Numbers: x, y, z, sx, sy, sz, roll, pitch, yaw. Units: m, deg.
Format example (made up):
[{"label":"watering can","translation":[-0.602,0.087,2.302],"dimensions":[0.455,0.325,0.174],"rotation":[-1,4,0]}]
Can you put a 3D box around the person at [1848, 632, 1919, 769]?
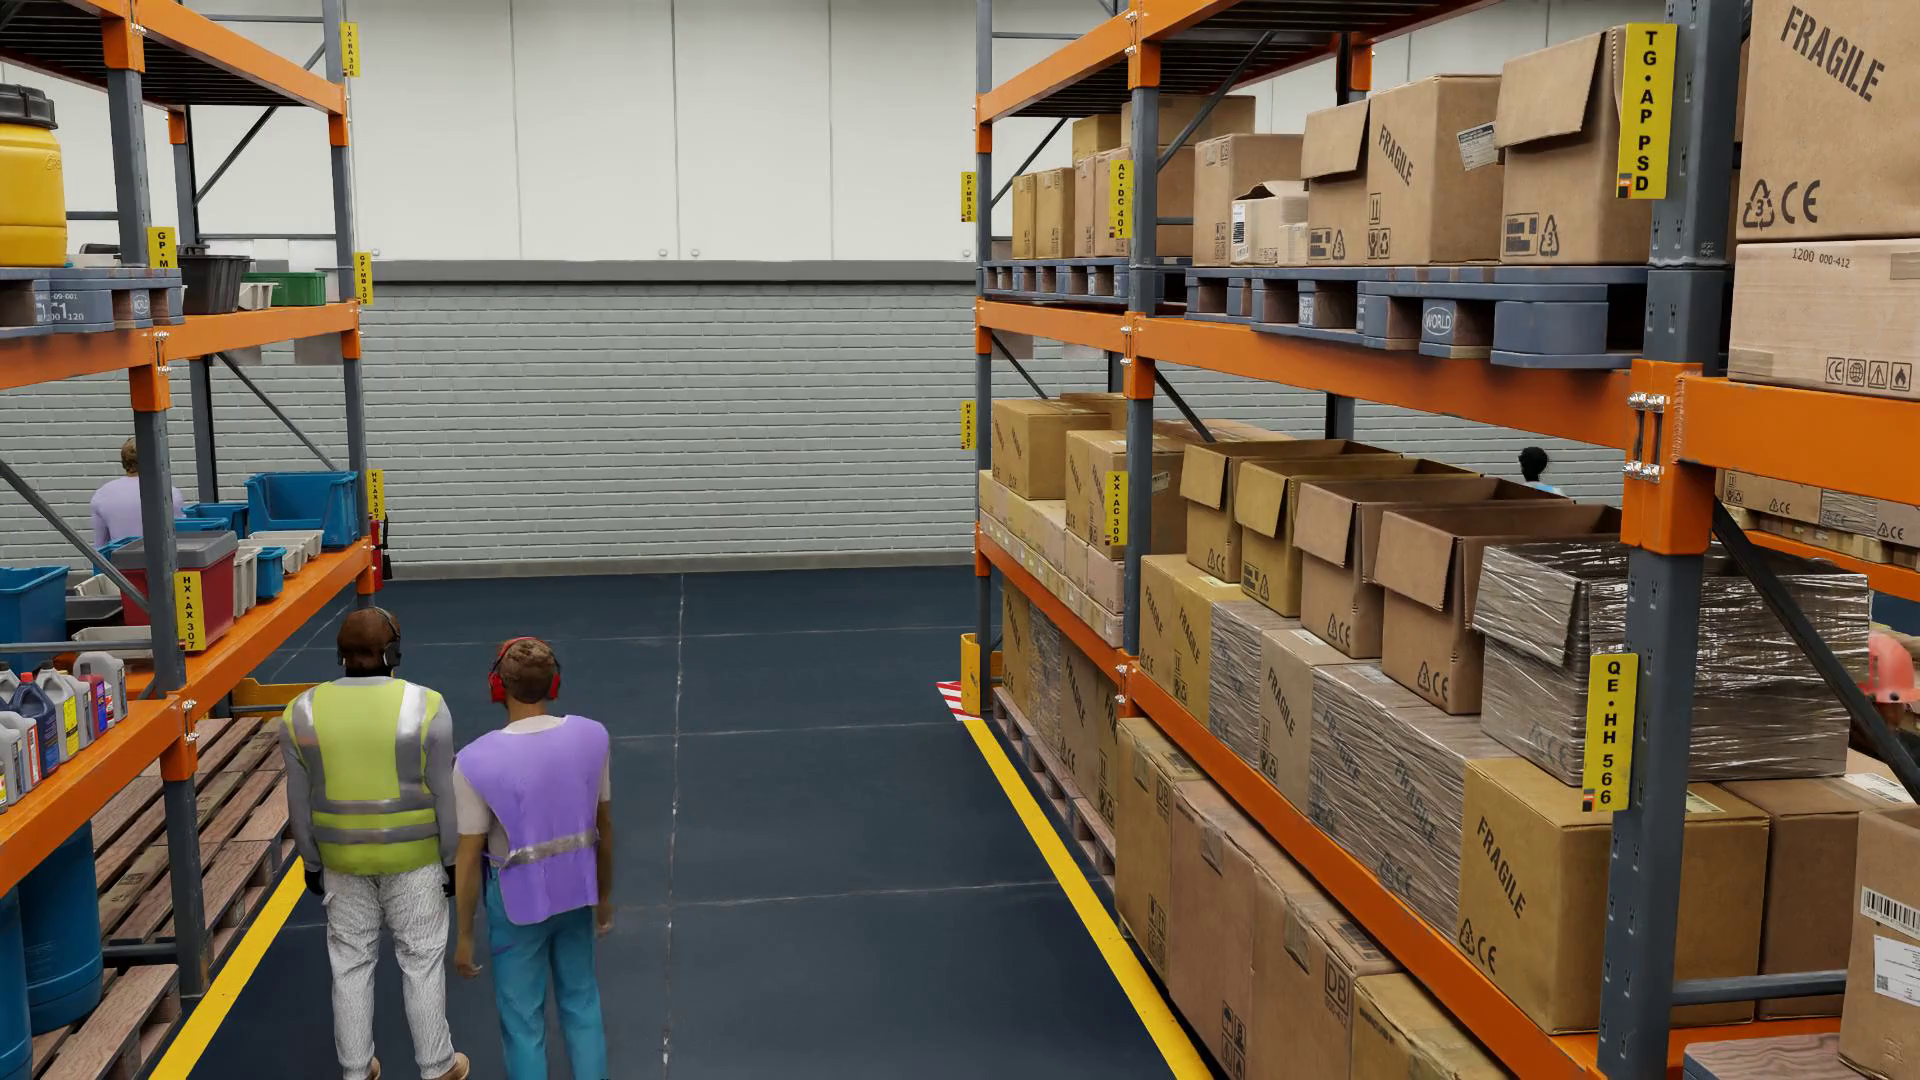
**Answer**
[{"label":"person","translation":[2.811,1.214,5.343],"dimensions":[0.605,1.949,1.032],"rotation":[-1,9,-6]}]

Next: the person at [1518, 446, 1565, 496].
[{"label":"person","translation":[4.405,0.117,12.868],"dimensions":[0.541,1.687,0.424],"rotation":[1,9,4]}]

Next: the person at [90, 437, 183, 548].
[{"label":"person","translation":[-5.440,0.276,11.106],"dimensions":[0.629,1.940,0.376],"rotation":[1,9,6]}]

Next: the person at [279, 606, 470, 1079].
[{"label":"person","translation":[-2.097,1.148,6.049],"dimensions":[0.622,1.838,0.429],"rotation":[0,9,-2]}]

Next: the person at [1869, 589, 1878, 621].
[{"label":"person","translation":[6.180,0.252,11.516],"dimensions":[0.510,1.860,0.334],"rotation":[-4,10,-25]}]

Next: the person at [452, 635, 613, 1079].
[{"label":"person","translation":[-1.396,1.234,5.542],"dimensions":[0.577,1.832,0.405],"rotation":[-9,13,-44]}]

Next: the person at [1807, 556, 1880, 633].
[{"label":"person","translation":[3.573,0.982,7.058],"dimensions":[0.626,1.844,0.429],"rotation":[1,9,5]}]
